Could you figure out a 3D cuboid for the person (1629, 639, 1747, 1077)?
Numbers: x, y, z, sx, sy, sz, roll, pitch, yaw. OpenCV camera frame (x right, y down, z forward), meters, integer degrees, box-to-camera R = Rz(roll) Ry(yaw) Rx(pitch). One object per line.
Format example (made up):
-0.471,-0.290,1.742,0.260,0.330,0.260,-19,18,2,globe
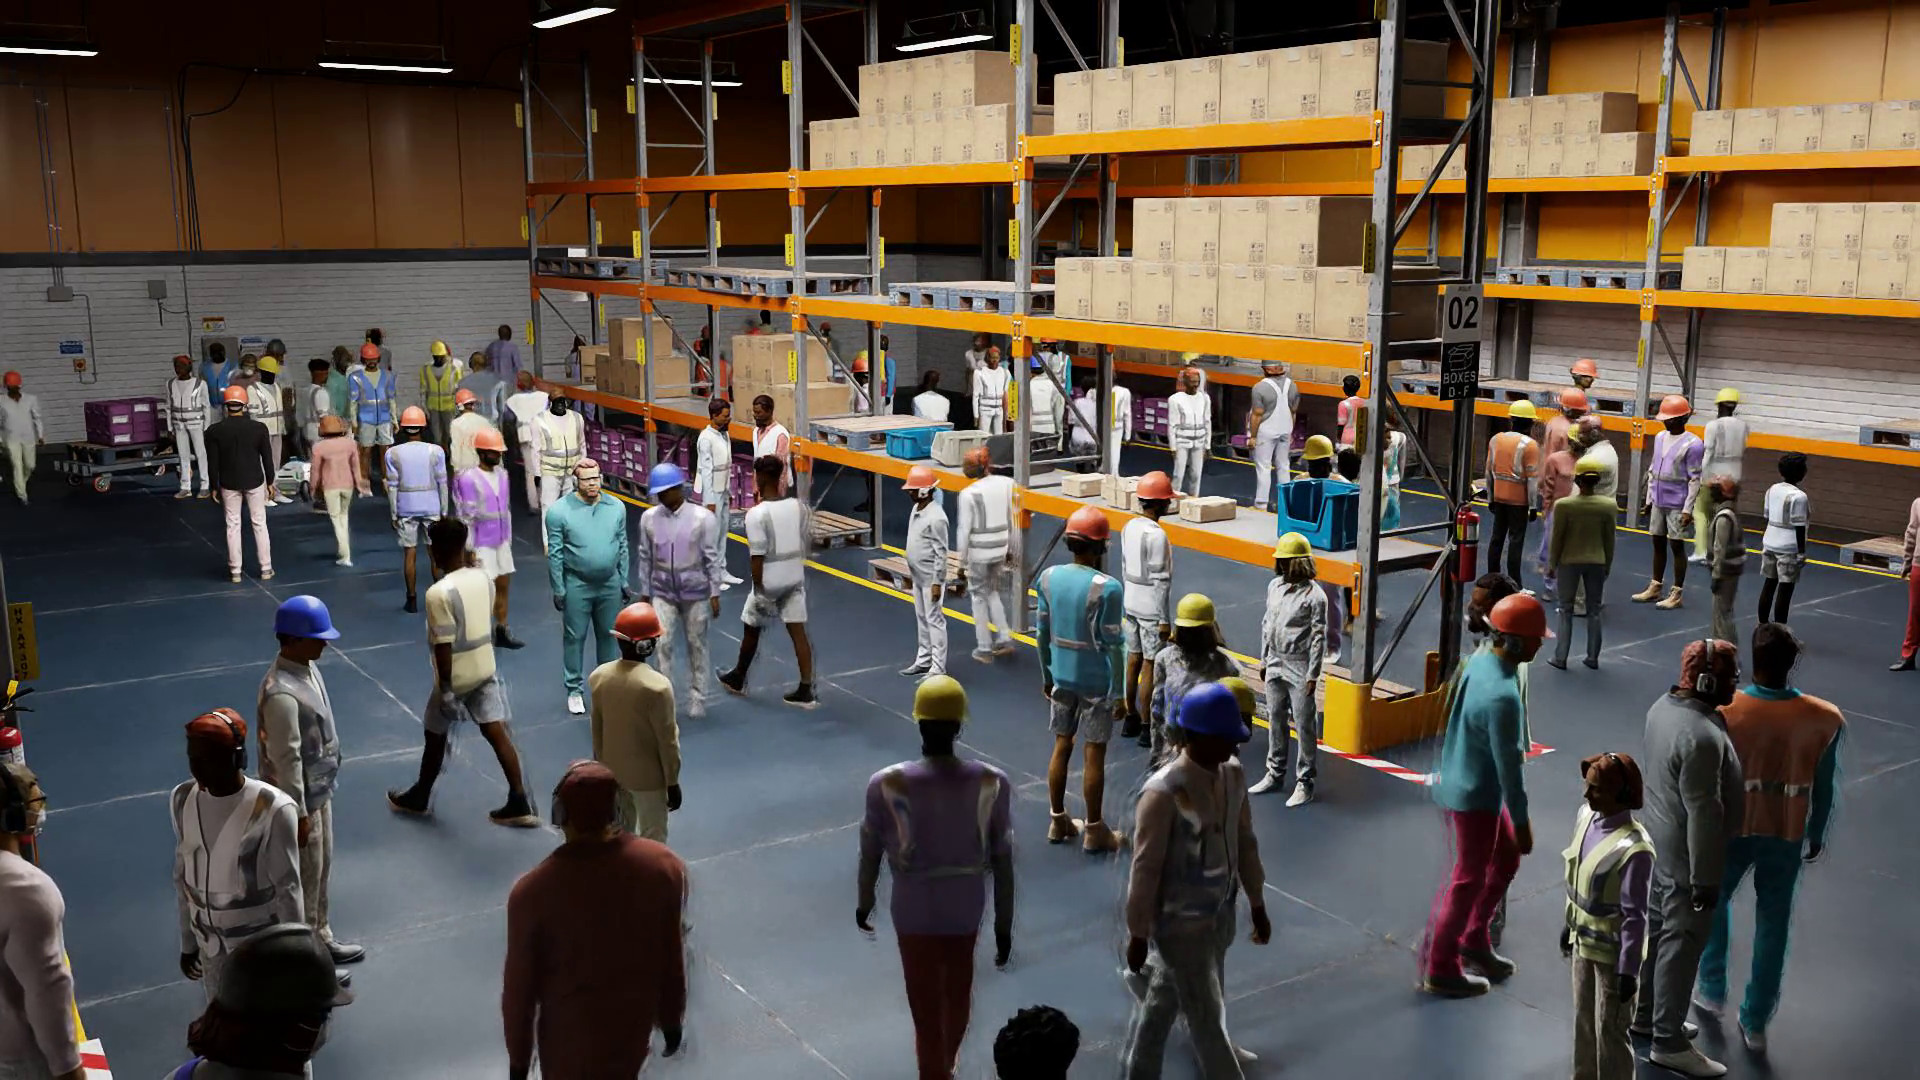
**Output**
3.195,1.356,7.258,0.407,1.906,0.654,1,11,7,person

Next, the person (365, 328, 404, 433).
-9.650,-2.628,27.781,0.679,1.851,0.626,-3,11,-13,person

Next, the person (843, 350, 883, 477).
-1.353,-1.771,23.459,0.619,1.820,0.421,-8,13,-35,person

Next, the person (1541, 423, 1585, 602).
5.877,-0.272,16.015,0.550,1.744,0.372,0,11,1,person

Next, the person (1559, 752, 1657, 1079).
2.556,1.625,6.597,0.313,1.632,0.520,-1,11,-4,person

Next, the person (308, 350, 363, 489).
-8.524,-1.604,22.431,0.821,1.908,0.653,-1,11,-3,person

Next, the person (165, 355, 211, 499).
-10.124,-1.479,21.821,0.584,1.882,0.345,1,11,3,person

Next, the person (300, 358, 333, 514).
-7.926,-1.278,20.626,0.395,1.952,0.616,-11,15,-43,person

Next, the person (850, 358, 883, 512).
-1.197,-1.317,20.903,0.416,1.926,0.546,3,12,16,person

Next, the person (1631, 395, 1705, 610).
6.692,-0.359,15.702,0.382,2.037,0.606,-4,12,-18,person

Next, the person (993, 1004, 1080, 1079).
0.174,2.038,4.358,0.545,1.681,0.360,4,12,18,person

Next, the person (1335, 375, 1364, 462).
4.970,-1.251,21.157,0.534,1.691,0.317,-9,14,-37,person

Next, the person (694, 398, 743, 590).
-2.428,-0.460,16.558,0.409,1.909,0.591,2,11,11,person

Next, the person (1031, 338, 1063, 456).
1.351,-2.260,25.680,0.542,1.939,0.362,9,14,39,person

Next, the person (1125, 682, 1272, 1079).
1.025,1.495,6.539,0.992,1.898,0.634,9,14,40,person

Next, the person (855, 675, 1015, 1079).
-0.113,1.471,6.751,0.601,1.871,0.969,-3,11,-16,person

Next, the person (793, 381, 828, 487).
-2.061,-1.600,22.042,0.703,2.000,1.066,2,11,10,person

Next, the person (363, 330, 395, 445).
-9.443,-2.478,27.017,0.504,1.861,0.328,-10,15,-41,person

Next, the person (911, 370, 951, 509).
-0.382,-1.056,19.701,0.403,1.871,0.763,9,14,39,person

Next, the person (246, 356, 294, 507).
-8.826,-1.393,21.286,0.378,1.922,0.585,4,12,18,person

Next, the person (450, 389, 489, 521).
-5.605,-0.852,18.968,0.579,1.736,0.607,6,13,28,person

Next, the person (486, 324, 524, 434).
-7.620,-2.655,27.841,0.649,1.893,1.014,6,12,26,person

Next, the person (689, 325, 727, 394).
-4.121,-2.575,27.372,0.639,1.911,0.406,-1,11,-6,person

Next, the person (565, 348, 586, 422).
-6.084,-2.256,26.456,0.512,1.627,0.323,9,15,40,person

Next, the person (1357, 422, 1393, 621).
3.753,-0.180,15.303,0.395,1.836,0.561,3,11,14,person

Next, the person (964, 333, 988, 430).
0.386,-2.545,27.528,0.554,1.797,0.987,7,13,32,person

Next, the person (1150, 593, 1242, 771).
1.237,1.129,8.838,0.492,1.742,0.319,5,12,24,person

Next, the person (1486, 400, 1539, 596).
5.406,-0.409,16.241,0.376,1.922,0.593,-6,13,-29,person

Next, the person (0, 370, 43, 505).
-12.212,-1.345,21.550,0.704,1.731,0.566,10,15,42,person

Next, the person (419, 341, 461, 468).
-7.500,-1.924,24.053,0.598,1.913,0.482,-2,11,-8,person

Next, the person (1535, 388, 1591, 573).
6.272,-0.596,17.122,0.612,1.952,0.653,0,11,1,person

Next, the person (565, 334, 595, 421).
-5.936,-2.309,26.170,0.506,1.846,0.344,1,11,3,person

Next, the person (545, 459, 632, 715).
-2.760,0.336,12.476,0.643,1.909,0.410,-8,14,-35,person

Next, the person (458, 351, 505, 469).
-6.255,-1.498,21.780,0.627,1.940,0.375,-9,14,-39,person

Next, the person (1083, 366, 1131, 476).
1.844,-1.295,21.004,0.587,1.827,1.000,3,11,13,person

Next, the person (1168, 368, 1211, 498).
2.784,-1.151,20.173,0.586,1.875,0.343,-4,12,-19,person

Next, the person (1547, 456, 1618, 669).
5.080,0.189,13.615,0.526,1.760,0.335,0,11,1,person

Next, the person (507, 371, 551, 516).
-5.315,-1.211,20.756,0.606,1.782,0.951,-3,11,-15,person

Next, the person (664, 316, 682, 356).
-5.435,-3.258,31.026,0.517,1.843,0.325,-5,12,-25,person

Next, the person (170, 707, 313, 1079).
-2.753,1.545,6.384,0.573,1.877,0.353,4,12,18,person

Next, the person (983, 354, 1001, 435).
0.494,-2.153,25.917,0.284,1.633,0.498,6,13,29,person

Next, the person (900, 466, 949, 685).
-0.283,0.274,13.195,0.339,1.747,0.564,-4,12,-21,person

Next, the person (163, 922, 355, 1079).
-1.614,1.902,4.116,0.674,2.000,0.535,7,13,32,person

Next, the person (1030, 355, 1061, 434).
0.997,-1.415,21.386,0.628,1.936,0.409,-3,11,-13,person
